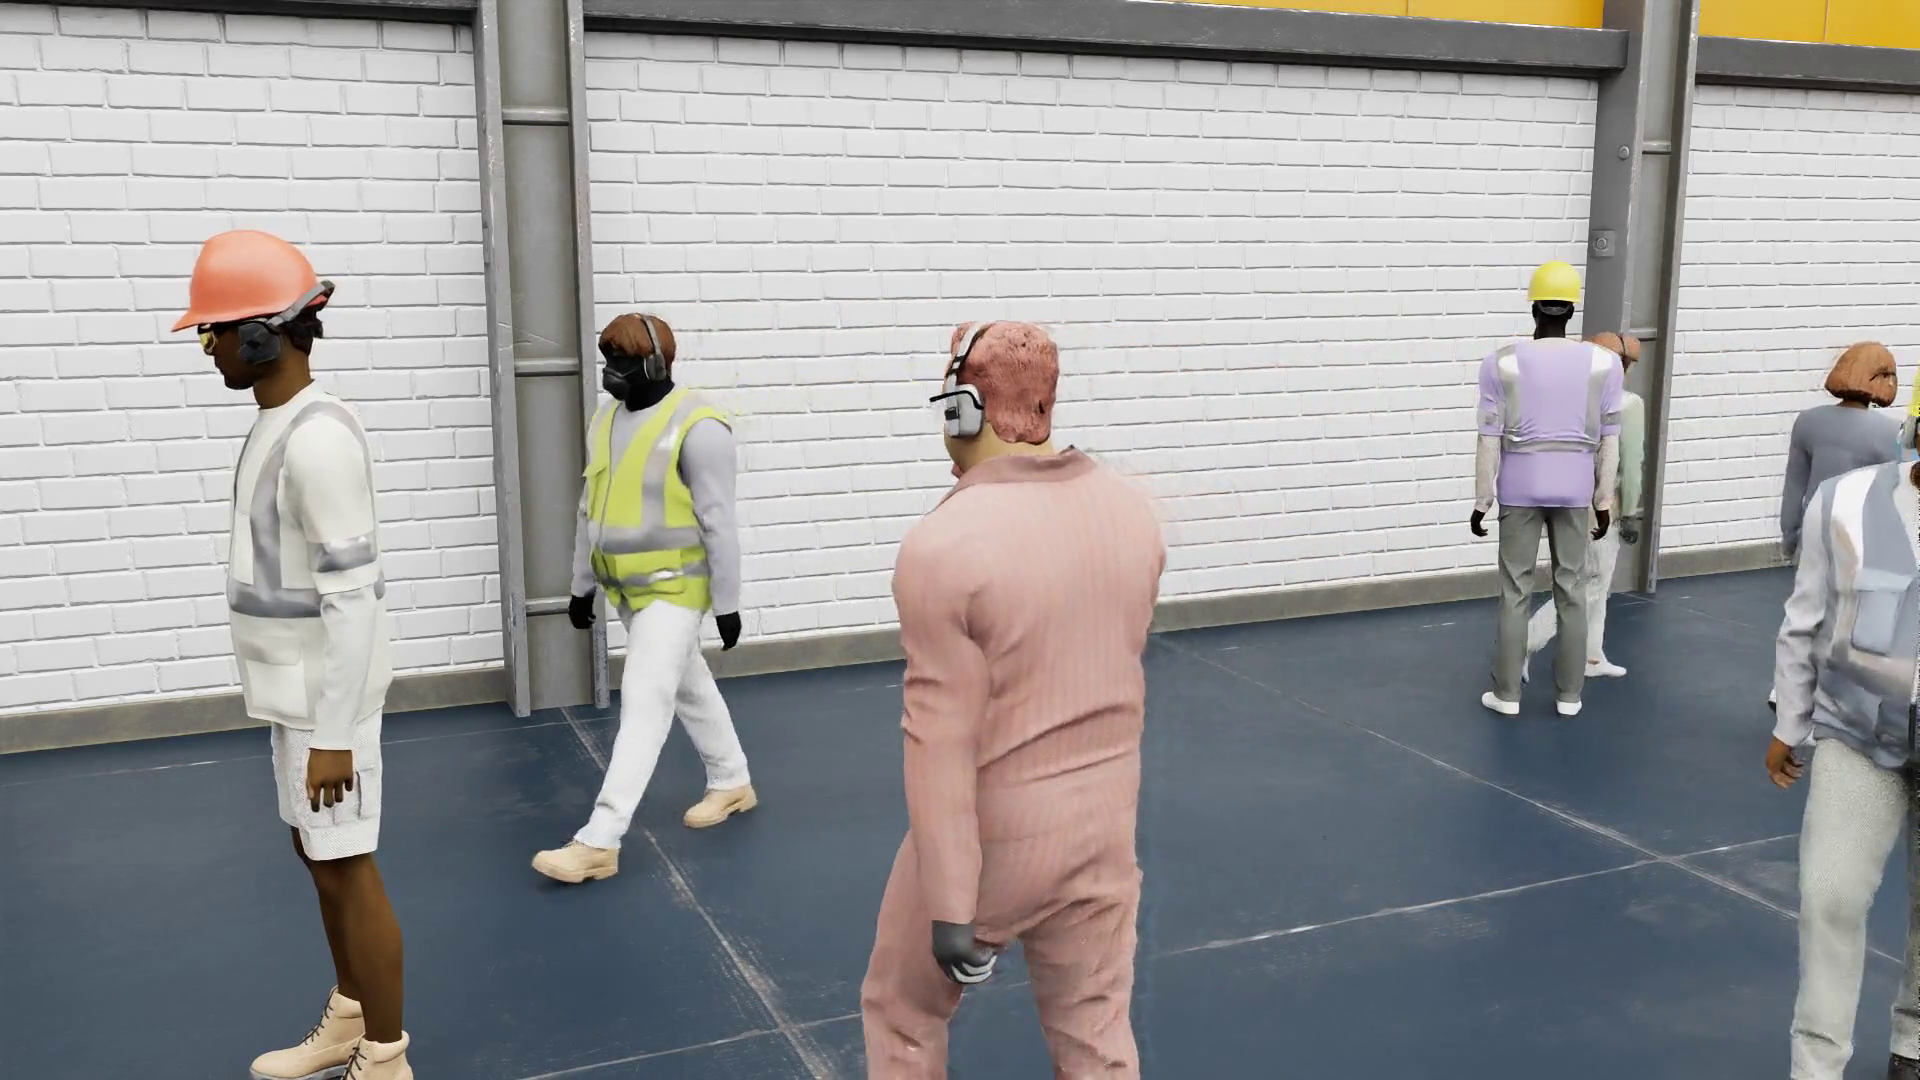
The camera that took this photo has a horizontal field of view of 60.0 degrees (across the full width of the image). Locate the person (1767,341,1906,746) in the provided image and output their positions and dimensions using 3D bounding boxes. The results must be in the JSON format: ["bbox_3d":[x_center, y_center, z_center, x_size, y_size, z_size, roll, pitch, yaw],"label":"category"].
[{"bbox_3d":[3.528,0.025,6.622,0.361,1.623,0.501,-4,11,-20],"label":"person"}]

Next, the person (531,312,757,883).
[{"bbox_3d":[-1.021,0.157,5.443,0.654,1.787,0.982,10,14,44],"label":"person"}]

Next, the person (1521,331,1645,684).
[{"bbox_3d":[2.766,-0.131,7.485,0.672,1.611,0.513,-3,11,-14],"label":"person"}]

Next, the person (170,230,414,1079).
[{"bbox_3d":[-1.481,0.343,3.718,0.392,2.036,0.615,-6,12,-30],"label":"person"}]

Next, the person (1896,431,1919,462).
[{"bbox_3d":[3.620,0.098,6.035,0.428,1.678,0.549,-5,11,-24],"label":"person"}]

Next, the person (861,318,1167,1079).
[{"bbox_3d":[0.048,0.530,3.127,0.626,1.872,0.792,-8,13,-38],"label":"person"}]

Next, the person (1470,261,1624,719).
[{"bbox_3d":[2.452,-0.198,7.004,0.586,1.928,0.369,1,10,8],"label":"person"}]

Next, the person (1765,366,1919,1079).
[{"bbox_3d":[2.102,0.466,3.664,0.630,1.804,0.742,7,12,34],"label":"person"}]
